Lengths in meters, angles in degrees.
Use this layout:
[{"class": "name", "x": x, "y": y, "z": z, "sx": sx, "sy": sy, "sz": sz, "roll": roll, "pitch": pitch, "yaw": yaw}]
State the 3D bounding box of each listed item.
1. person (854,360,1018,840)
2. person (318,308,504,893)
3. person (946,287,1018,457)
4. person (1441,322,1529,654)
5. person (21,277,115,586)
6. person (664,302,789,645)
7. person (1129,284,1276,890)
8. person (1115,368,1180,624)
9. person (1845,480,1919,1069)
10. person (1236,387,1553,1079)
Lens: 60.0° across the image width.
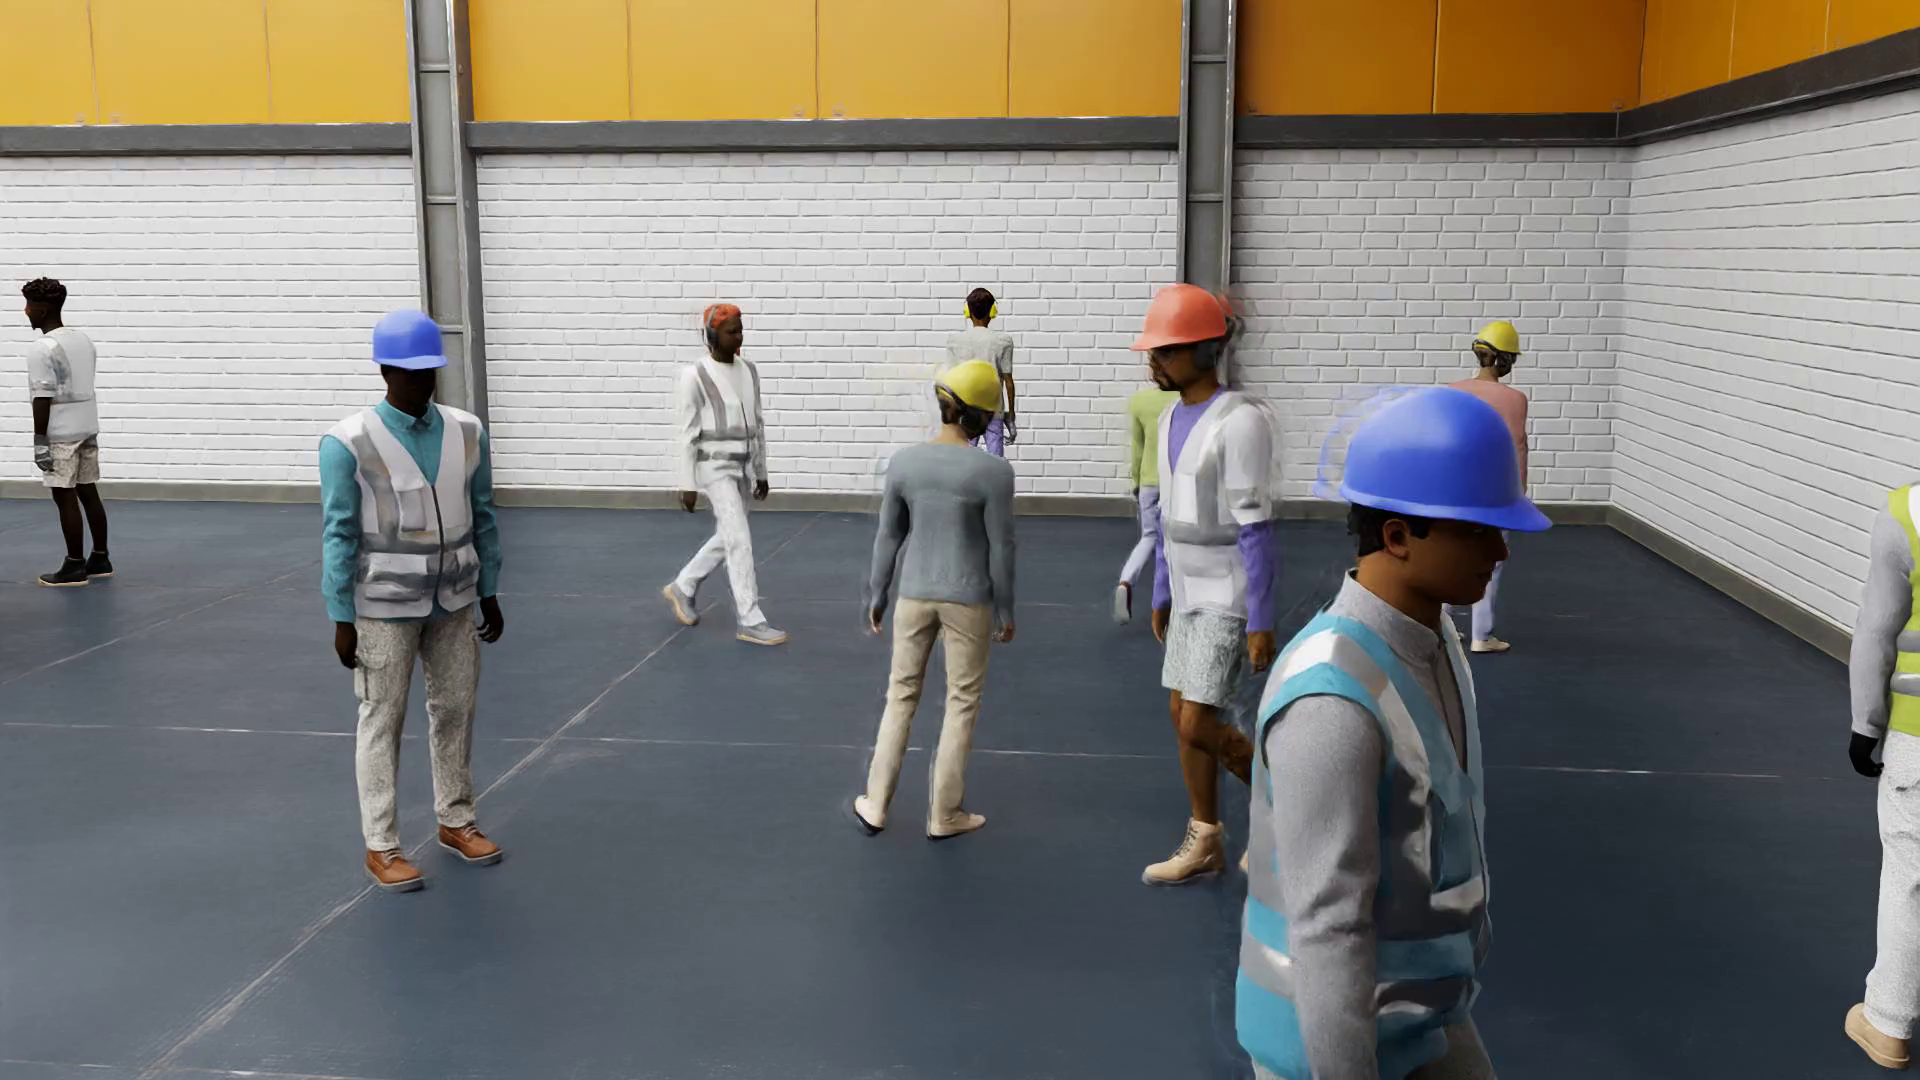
[{"class": "person", "x": -0.093, "y": 0.219, "z": 6.037, "sx": 0.646, "sy": 1.730, "sz": 0.413, "roll": 4, "pitch": 11, "yaw": 24}, {"class": "person", "x": -1.814, "y": 0.198, "z": 5.579, "sx": 0.426, "sy": 1.938, "sz": 0.624, "roll": 9, "pitch": 13, "yaw": 41}, {"class": "person", "x": 0.157, "y": -0.848, "z": 11.778, "sx": 0.508, "sy": 1.865, "sz": 0.328, "roll": 1, "pitch": 10, "yaw": 8}, {"class": "person", "x": 2.776, "y": -0.272, "z": 8.805, "sx": 0.342, "sy": 1.754, "sz": 0.531, "roll": -7, "pitch": 12, "yaw": -35}, {"class": "person", "x": -5.681, "y": -0.679, "z": 10.549, "sx": 0.371, "sy": 1.962, "sz": 0.606, "roll": 0, "pitch": 10, "yaw": 2}, {"class": "person", "x": -1.324, "y": -0.376, "z": 9.116, "sx": 0.884, "sy": 1.855, "sz": 0.584, "roll": 6, "pitch": 12, "yaw": 32}, {"class": "person", "x": 0.824, "y": 0.183, "z": 5.432, "sx": 0.571, "sy": 2.018, "sz": 0.660, "roll": -4, "pitch": 11, "yaw": -20}, {"class": "person", "x": 1.125, "y": -0.290, "z": 9.270, "sx": 0.512, "sy": 1.616, "sz": 0.582, "roll": 8, "pitch": 13, "yaw": 39}, {"class": "person", "x": 2.613, "y": 0.479, "z": 4.268, "sx": 0.626, "sy": 1.836, "sz": 0.430, "roll": 3, "pitch": 10, "yaw": 14}, {"class": "person", "x": 0.673, "y": 0.732, "z": 2.525, "sx": 0.571, "sy": 1.926, "sz": 0.646, "roll": 6, "pitch": 11, "yaw": 30}]
